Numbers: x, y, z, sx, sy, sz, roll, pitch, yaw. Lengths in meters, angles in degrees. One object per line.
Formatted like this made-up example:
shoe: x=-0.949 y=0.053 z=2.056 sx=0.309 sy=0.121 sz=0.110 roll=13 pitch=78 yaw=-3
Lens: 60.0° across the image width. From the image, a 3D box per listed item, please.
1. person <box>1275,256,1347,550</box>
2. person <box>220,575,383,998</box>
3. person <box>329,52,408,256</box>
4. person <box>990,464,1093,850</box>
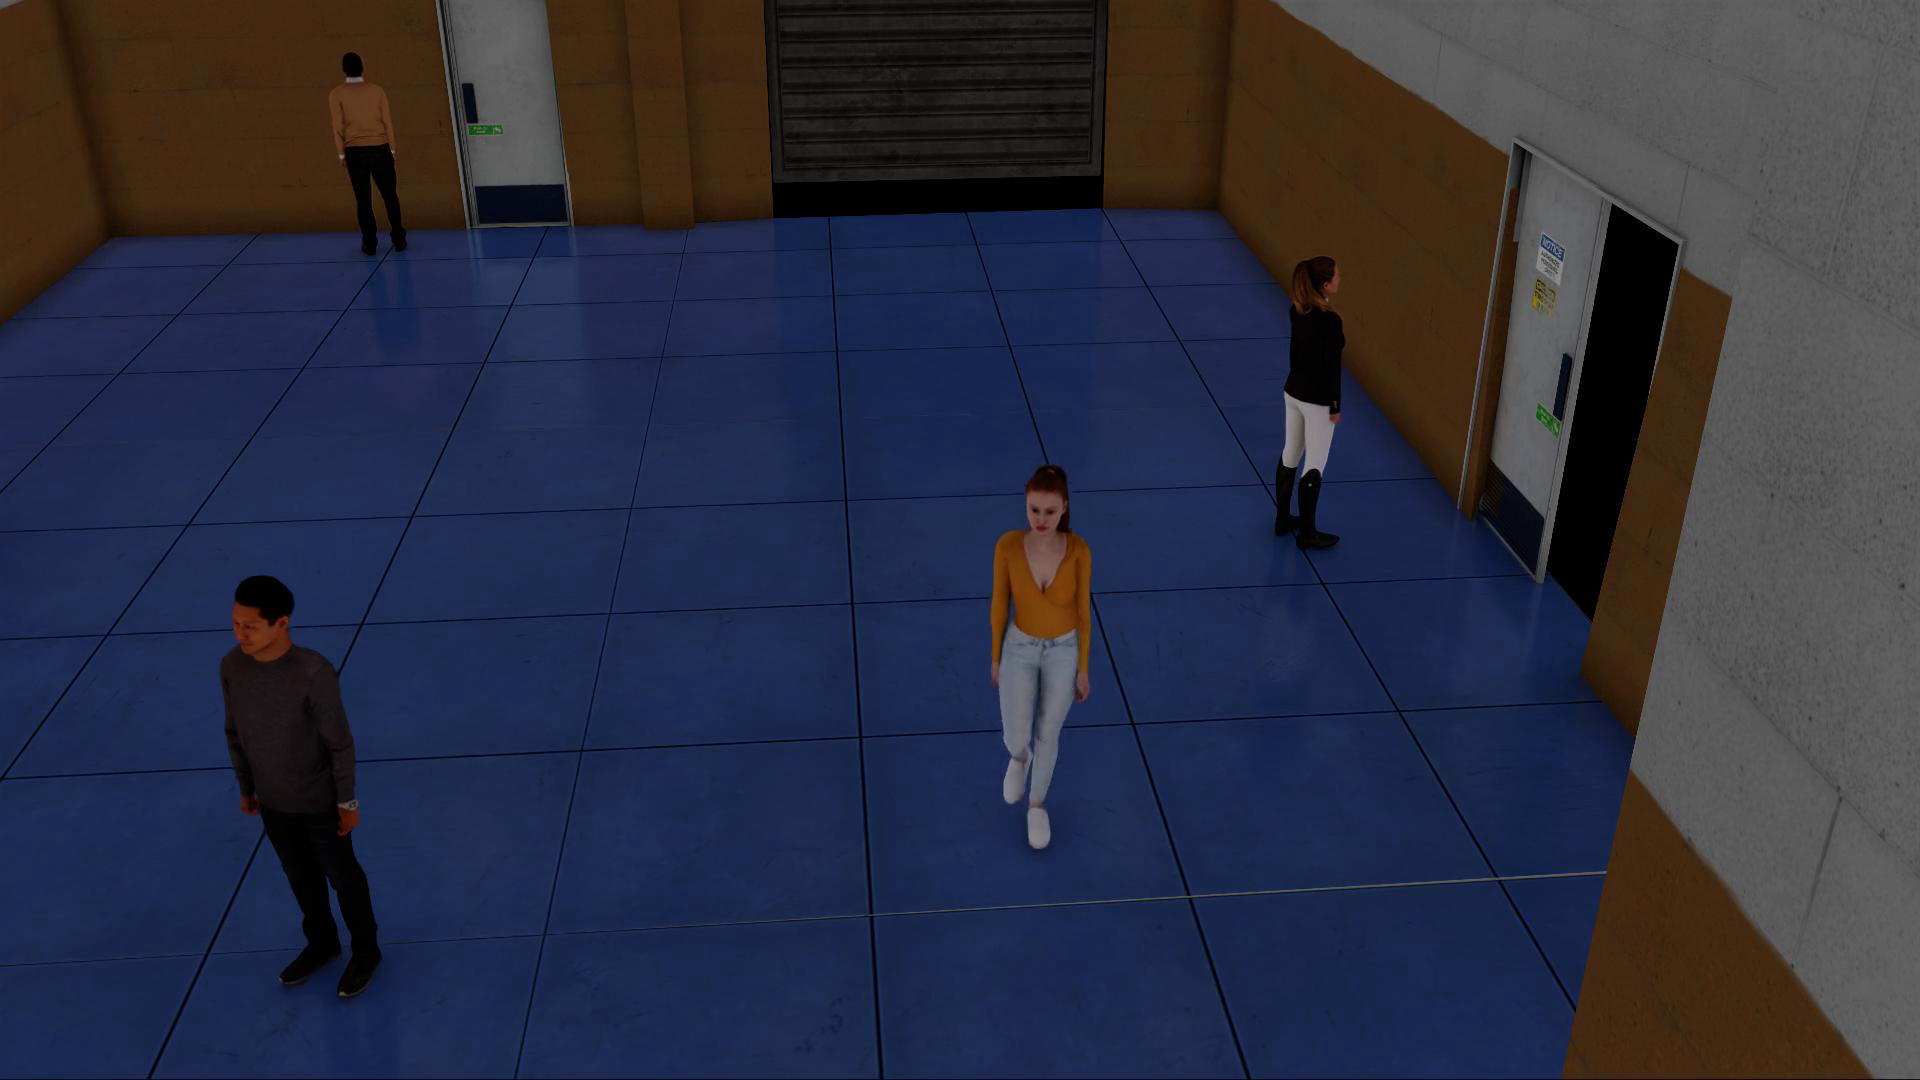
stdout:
person: x=2.015 y=-0.789 z=9.549 sx=0.650 sy=1.729 sz=0.637 roll=-12 pitch=29 yaw=-21
person: x=-2.427 y=0.918 z=6.163 sx=0.601 sy=1.765 sz=0.776 roll=-11 pitch=29 yaw=-20
person: x=-5.241 y=-3.416 z=14.714 sx=0.644 sy=1.754 sz=0.787 roll=-11 pitch=29 yaw=-21
person: x=0.350 y=0.467 z=7.080 sx=0.674 sy=1.739 sz=0.660 roll=0 pitch=27 yaw=0
